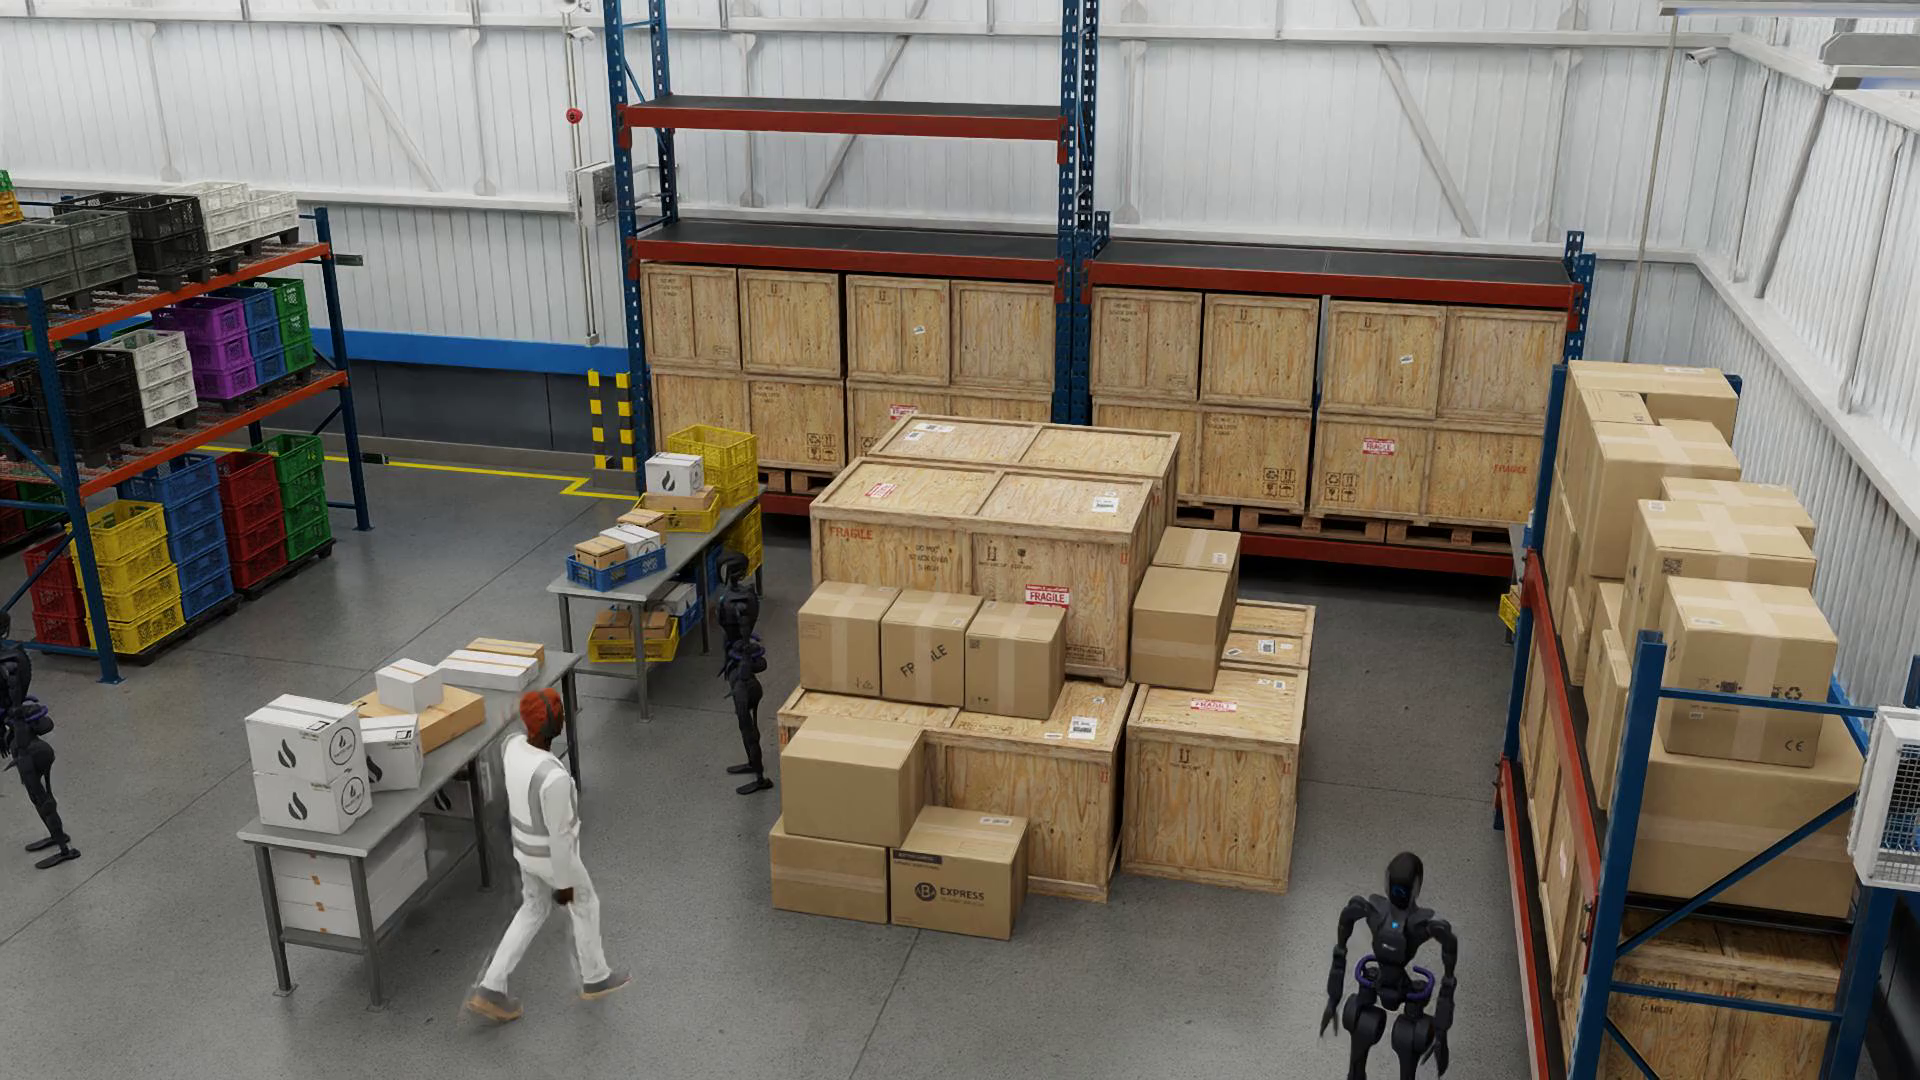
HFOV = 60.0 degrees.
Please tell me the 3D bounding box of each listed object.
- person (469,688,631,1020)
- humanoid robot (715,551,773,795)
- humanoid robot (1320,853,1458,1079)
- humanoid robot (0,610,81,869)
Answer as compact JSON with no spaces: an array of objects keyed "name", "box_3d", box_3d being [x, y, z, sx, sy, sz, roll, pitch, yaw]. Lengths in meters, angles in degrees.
[{"name":"person","box_3d":[-2.183,1.633,8.565,0.835,1.857,0.578,-19,28,-41]},{"name":"humanoid robot","box_3d":[-1.429,0.848,10.836,0.317,1.657,0.612,-7,22,-17]},{"name":"humanoid robot","box_3d":[1.928,2.131,7.497,0.595,1.652,0.325,11,23,26]},{"name":"humanoid robot","box_3d":[-5.637,1.183,9.978,0.342,1.651,0.568,-20,28,-41]}]
